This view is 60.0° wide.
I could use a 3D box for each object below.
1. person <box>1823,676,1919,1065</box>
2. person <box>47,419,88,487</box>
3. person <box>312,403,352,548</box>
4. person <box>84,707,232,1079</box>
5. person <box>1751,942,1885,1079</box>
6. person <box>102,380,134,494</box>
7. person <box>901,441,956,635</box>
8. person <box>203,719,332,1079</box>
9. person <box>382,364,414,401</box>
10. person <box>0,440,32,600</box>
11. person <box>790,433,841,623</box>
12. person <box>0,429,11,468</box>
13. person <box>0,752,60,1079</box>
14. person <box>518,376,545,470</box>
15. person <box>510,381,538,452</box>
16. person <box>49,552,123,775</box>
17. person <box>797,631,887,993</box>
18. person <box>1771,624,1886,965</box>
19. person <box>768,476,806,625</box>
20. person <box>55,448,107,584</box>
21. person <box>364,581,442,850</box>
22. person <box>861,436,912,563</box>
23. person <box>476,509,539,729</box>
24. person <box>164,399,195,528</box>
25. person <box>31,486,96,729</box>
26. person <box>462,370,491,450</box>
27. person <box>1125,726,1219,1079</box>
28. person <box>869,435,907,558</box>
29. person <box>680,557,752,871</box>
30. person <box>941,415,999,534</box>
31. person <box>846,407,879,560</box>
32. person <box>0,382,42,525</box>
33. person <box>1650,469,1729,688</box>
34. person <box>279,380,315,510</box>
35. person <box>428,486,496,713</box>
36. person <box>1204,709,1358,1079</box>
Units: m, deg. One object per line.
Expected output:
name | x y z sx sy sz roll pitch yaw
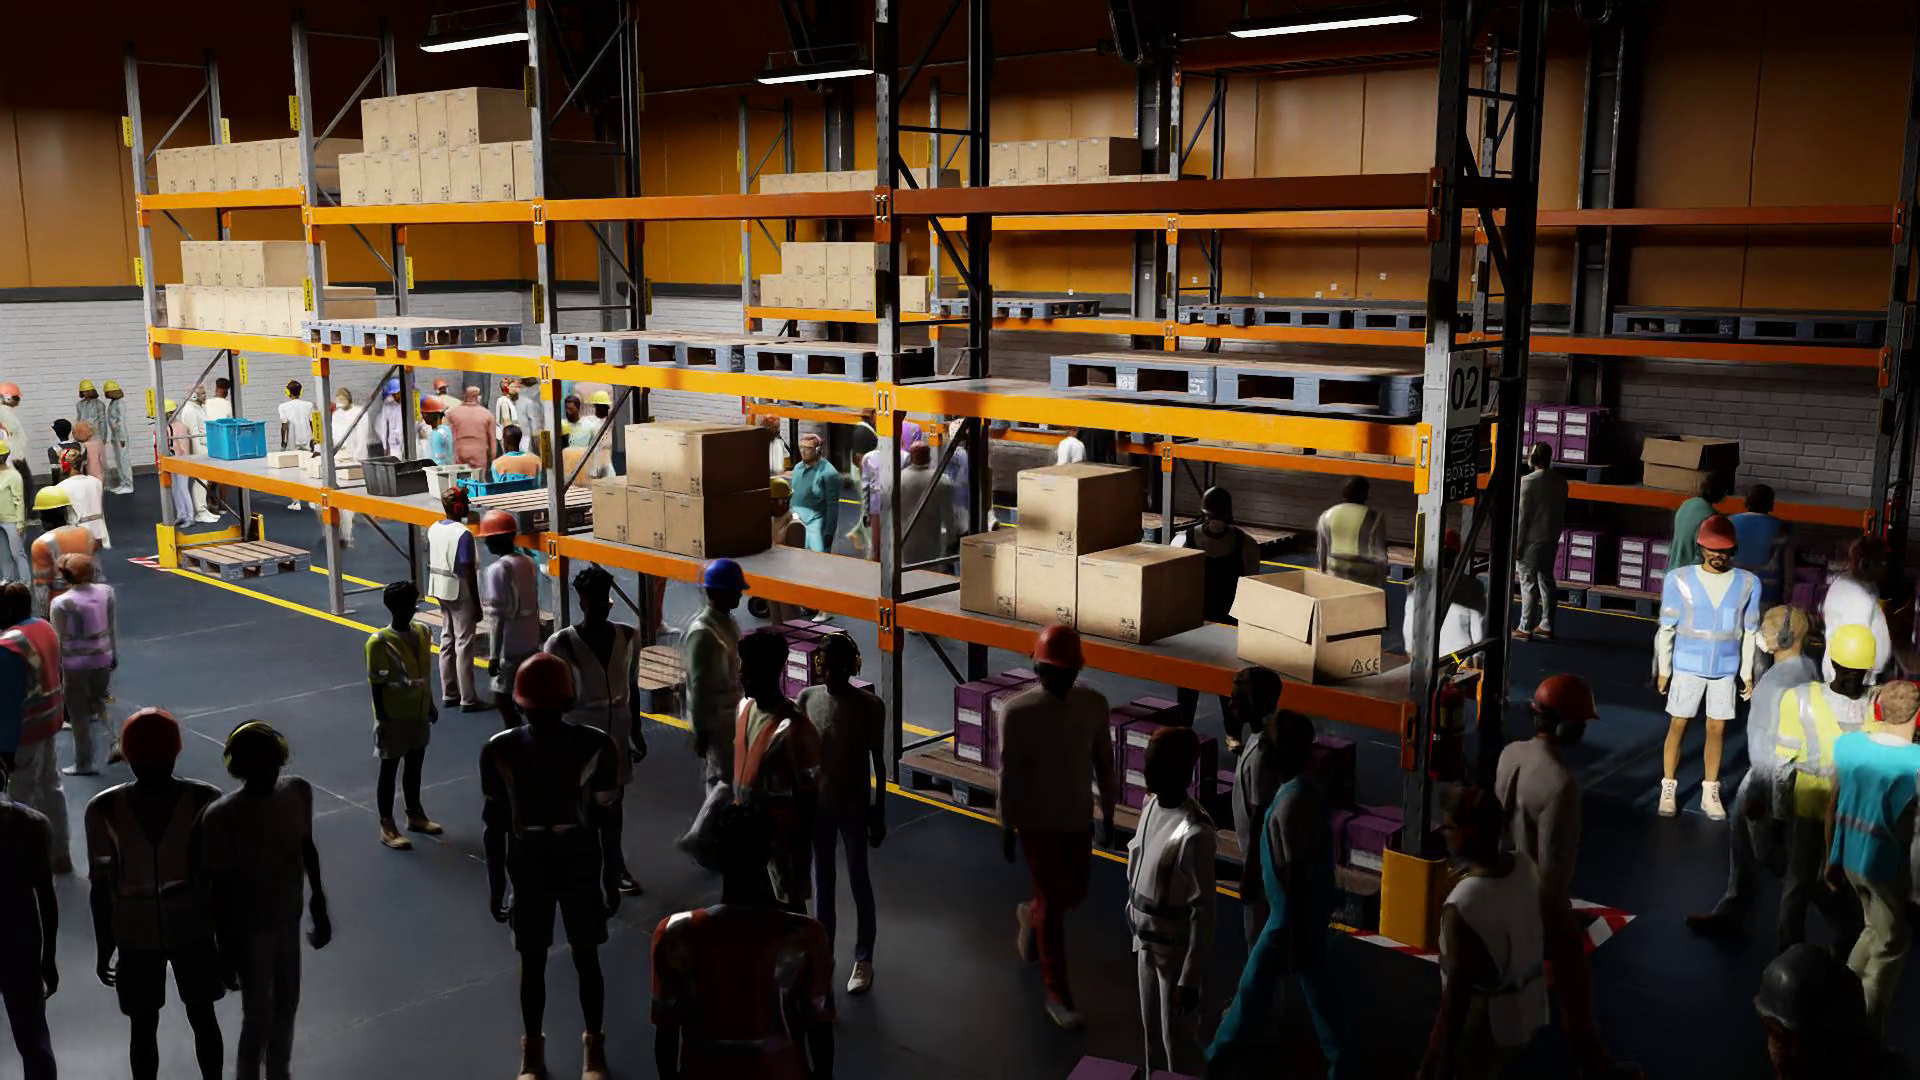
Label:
person | 4.266 1.534 7.639 0.466 1.822 0.595 -3 10 -17
person | -10.826 -0.631 20.229 0.321 1.696 0.537 4 11 20
person | -7.905 -0.821 20.822 0.624 1.863 0.612 5 11 24
person | -3.272 1.621 6.859 0.547 1.930 0.379 -4 11 -20
person | 2.139 2.018 4.284 0.701 2.000 0.542 -2 10 -11
person | -12.907 -1.578 25.474 0.335 1.734 0.488 -9 13 -41
person | -0.407 -0.032 16.331 0.681 1.884 0.634 -2 10 -10
person | -2.917 1.632 7.026 0.370 1.851 0.548 5 11 28
person | -9.982 -2.447 29.524 0.536 2.000 0.695 1 10 6
person | -10.108 -0.194 17.596 0.526 1.761 0.333 4 11 22
person | -1.501 -0.126 16.771 0.643 1.913 0.410 9 13 41
person | -11.790 -0.706 20.133 0.353 1.883 0.577 8 13 37
person | -3.893 1.690 6.691 0.508 1.847 0.345 -3 10 -15
person | -7.270 -2.051 28.175 0.492 1.729 0.324 0 10 2
person | -6.872 -1.638 25.829 0.576 1.723 0.502 3 10 15
person | -6.241 0.883 11.854 0.358 1.628 0.545 4 11 22
person | -0.618 1.370 8.470 0.510 1.860 0.333 4 11 21
person | 4.399 1.356 8.350 0.595 1.923 0.374 2 10 13
person | -1.532 0.357 14.293 0.403 1.823 0.597 -6 12 -31
person | -8.496 0.027 16.116 0.388 1.838 0.563 2 10 13
person | -3.513 1.085 10.521 0.320 1.698 0.538 4 11 24
person | -0.766 -0.326 17.851 0.585 1.928 0.379 0 10 0
person | -3.210 0.743 11.835 0.440 1.925 0.629 2 10 11
person | -10.512 -1.031 22.354 0.589 1.743 0.463 6 12 31
person | -7.023 0.531 13.051 0.394 1.919 0.583 3 10 16
person | -8.954 -2.591 30.707 0.641 1.913 0.408 6 12 29
person | 0.835 1.662 6.736 0.350 1.884 0.583 -3 10 -16
person | -0.776 -0.346 18.547 0.574 1.723 0.540 -6 11 -29
person | -1.433 1.059 9.999 0.438 1.933 0.638 1 10 8
person | 0.100 -0.971 21.609 0.882 1.899 0.598 8 13 37
person | -1.069 -0.770 20.047 0.596 2.000 0.701 2 10 13
person | -12.738 -1.126 22.285 0.847 1.969 0.632 -6 11 -29
person | 6.249 0.350 14.084 0.656 1.904 0.690 0 10 -3
person | -9.514 -1.365 23.903 0.531 1.867 0.317 -9 13 -40
person | -4.092 0.482 13.513 0.563 1.847 0.389 9 13 41
person | 1.360 1.609 7.266 0.903 1.796 0.524 5 11 26
